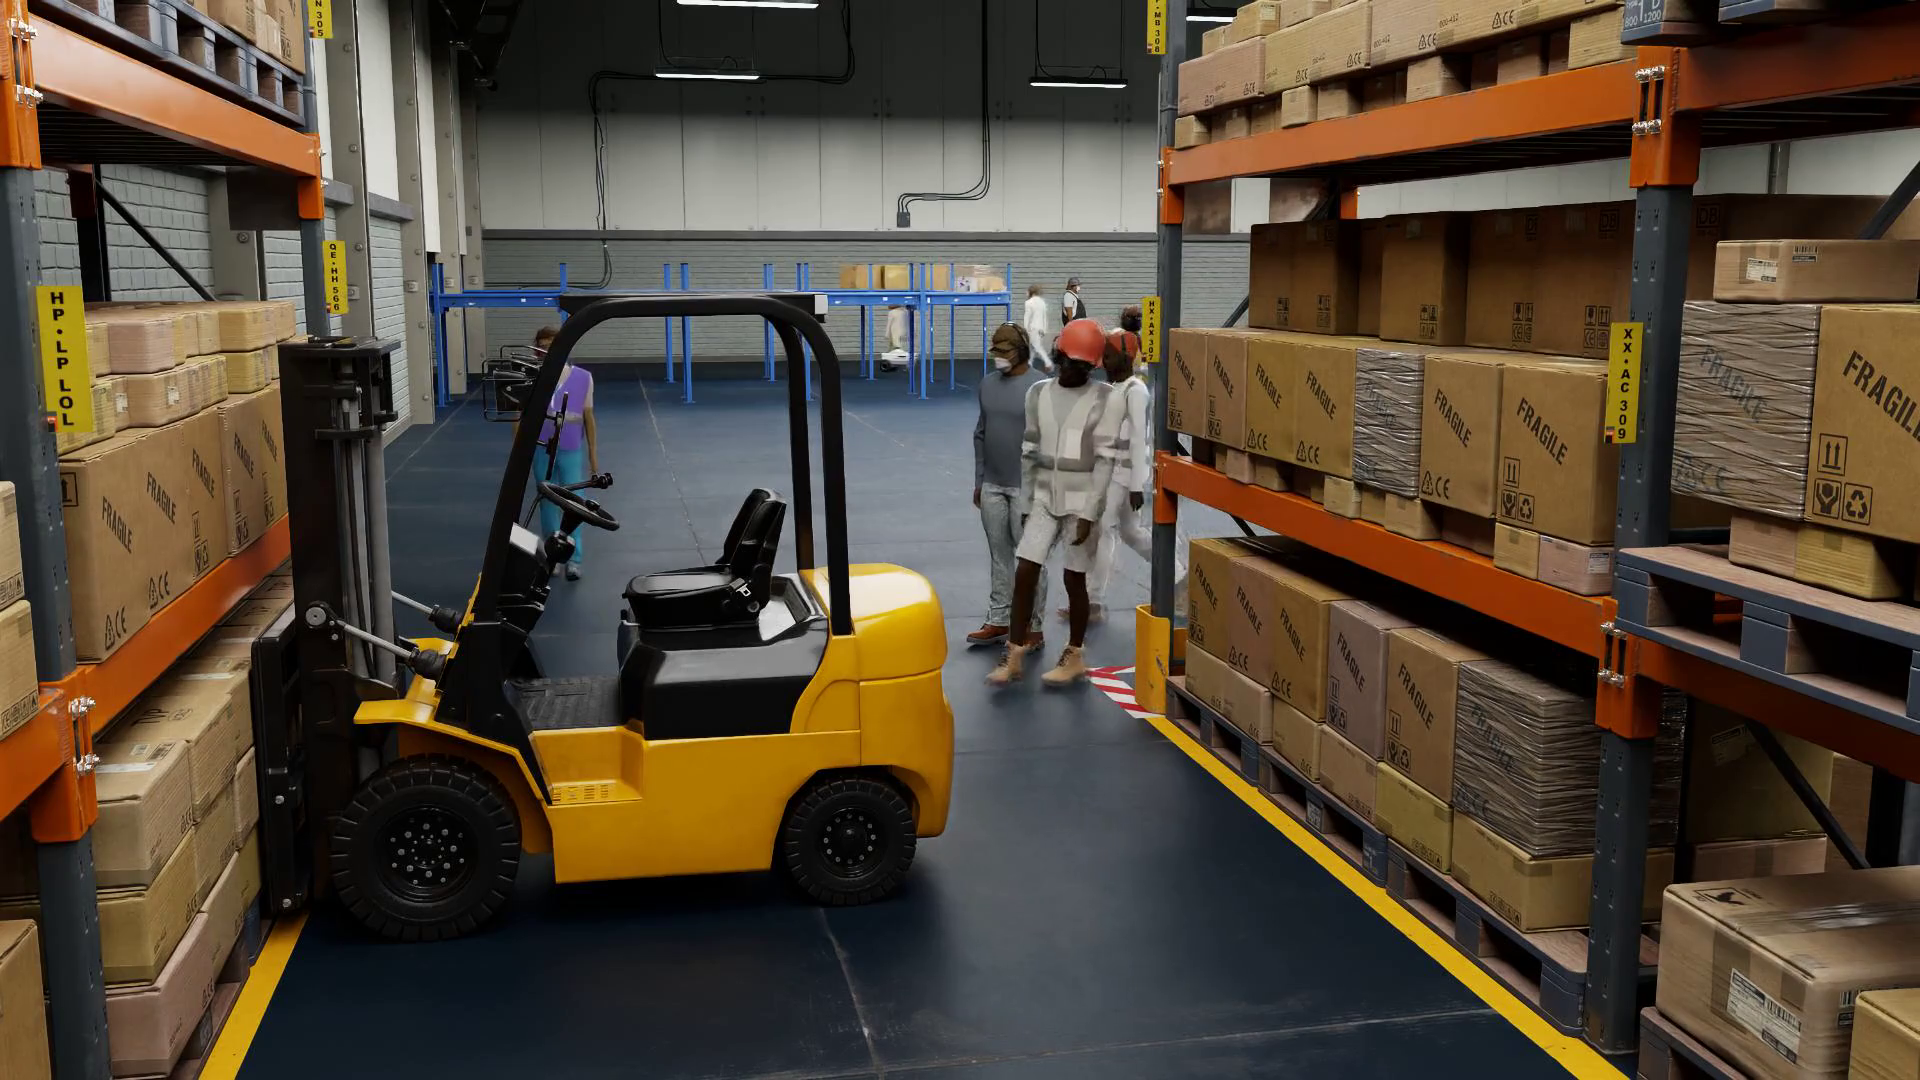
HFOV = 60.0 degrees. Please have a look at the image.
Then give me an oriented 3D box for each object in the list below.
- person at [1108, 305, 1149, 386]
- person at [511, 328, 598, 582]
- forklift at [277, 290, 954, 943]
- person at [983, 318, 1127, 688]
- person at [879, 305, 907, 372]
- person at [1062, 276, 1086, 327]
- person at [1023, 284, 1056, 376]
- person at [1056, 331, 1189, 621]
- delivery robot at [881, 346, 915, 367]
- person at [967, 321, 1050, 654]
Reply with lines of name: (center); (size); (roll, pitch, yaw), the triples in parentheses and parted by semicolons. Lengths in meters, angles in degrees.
person: (1.840, -1.658, 18.349); (0.480, 1.834, 0.652); (7, 12, 37)
person: (-2.906, -0.595, 11.889); (0.592, 1.803, 0.909); (-1, 9, -9)
forklift: (-1.179, 0.175, 6.143); (2.313, 2.155, 1.214); (-2, 10, -12)
person: (0.514, -0.160, 8.713); (0.648, 1.982, 0.769); (6, 11, 33)
person: (-1.383, -4.452, 36.039); (0.826, 1.593, 0.497); (4, 10, 23)
person: (2.576, -4.890, 37.485); (0.536, 2.000, 0.673); (2, 9, 11)
person: (1.606, -4.346, 34.459); (0.941, 1.913, 0.632); (7, 11, 35)
person: (1.103, -0.412, 10.655); (0.906, 1.851, 0.585); (-1, 9, -5)
delivery robot: (-1.332, -3.943, 35.942); (0.707, 0.478, 0.477); (3, 10, 15)
person: (0.316, -0.311, 9.771); (0.627, 1.934, 0.370); (9, 13, 44)
